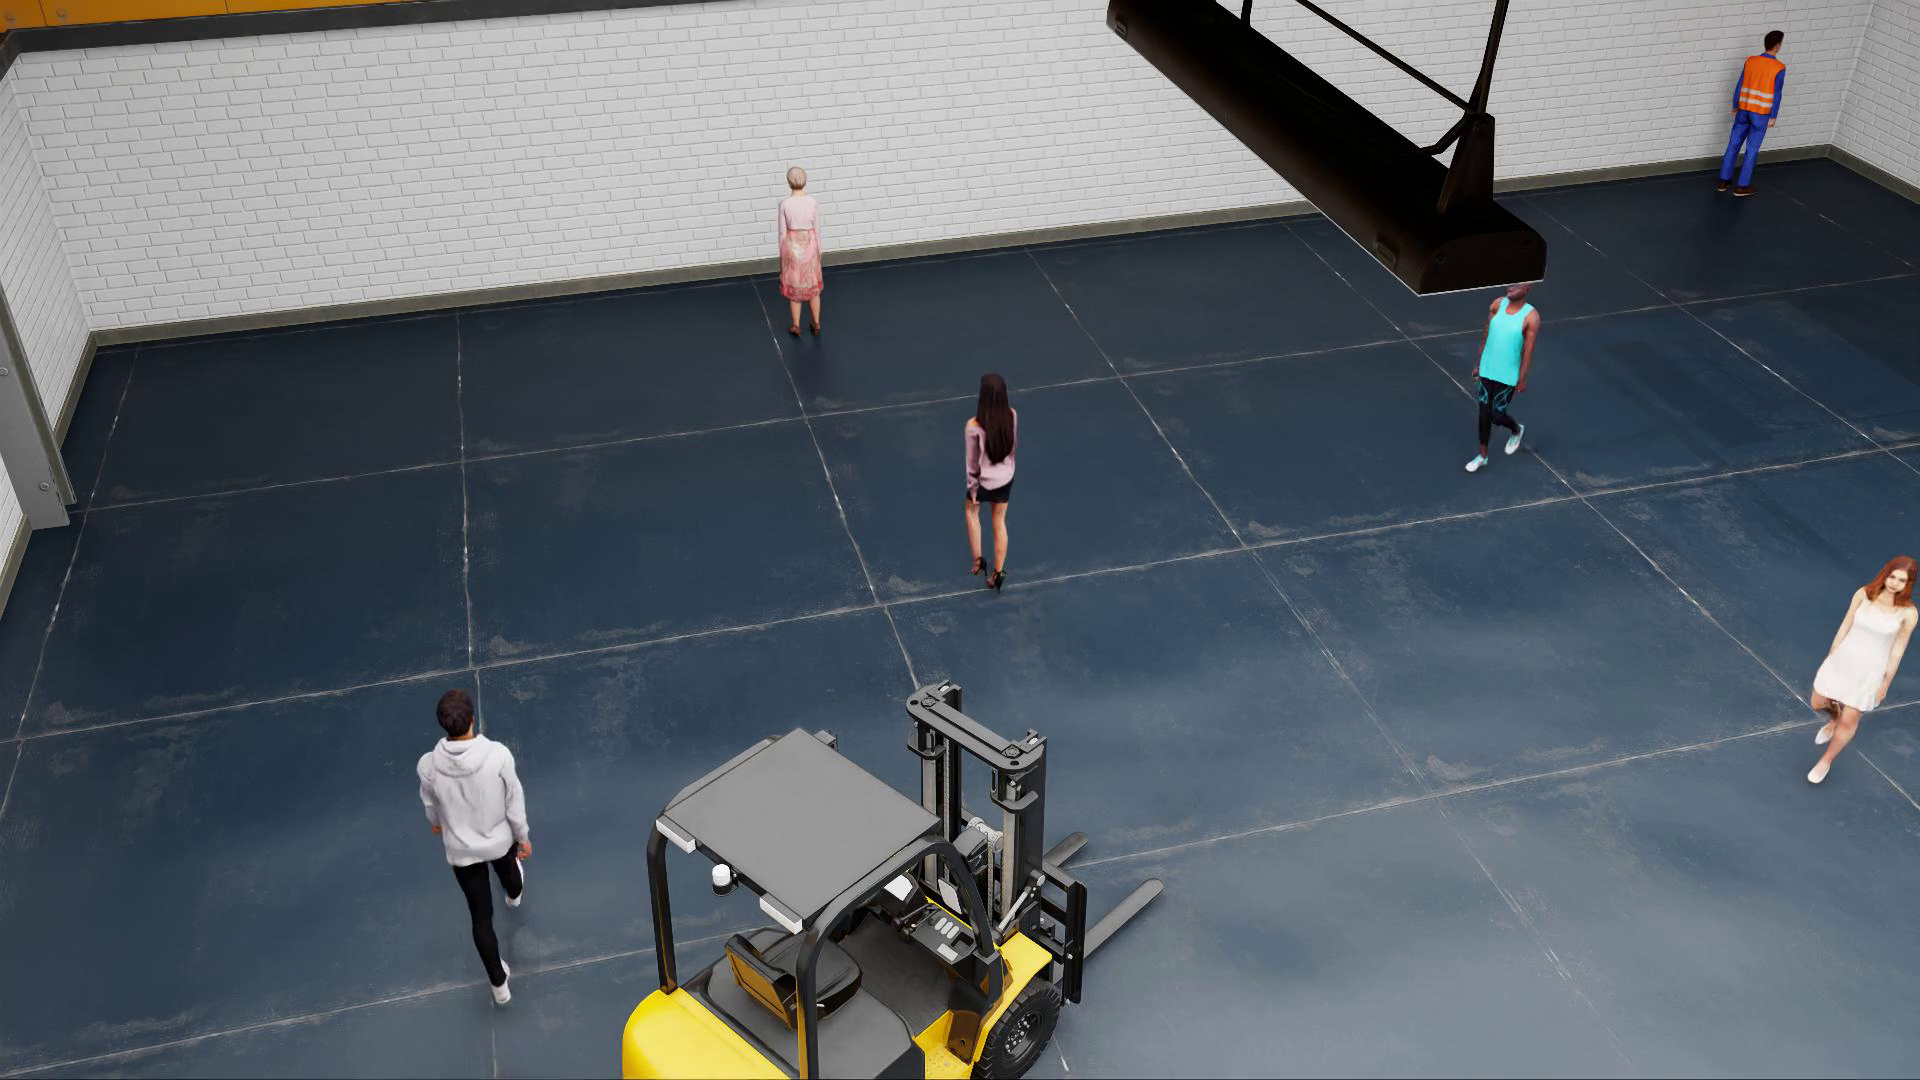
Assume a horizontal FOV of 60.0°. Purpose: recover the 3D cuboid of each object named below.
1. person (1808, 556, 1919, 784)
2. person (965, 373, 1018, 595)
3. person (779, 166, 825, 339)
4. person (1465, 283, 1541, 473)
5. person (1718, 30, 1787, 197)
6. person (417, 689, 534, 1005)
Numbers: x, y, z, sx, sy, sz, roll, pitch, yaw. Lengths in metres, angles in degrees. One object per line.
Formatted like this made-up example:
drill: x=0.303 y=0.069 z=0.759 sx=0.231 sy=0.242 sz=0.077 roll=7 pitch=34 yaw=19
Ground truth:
person: x=5.778 y=0.778 z=10.621 sx=0.817 sy=1.703 sz=0.816 roll=-26 pitch=42 yaw=-34
person: x=0.282 y=-0.374 z=12.269 sx=0.674 sy=1.797 sz=0.698 roll=-14 pitch=36 yaw=-20
person: x=-1.523 y=-2.749 z=15.938 sx=0.619 sy=1.689 sz=0.604 roll=-12 pitch=36 yaw=-18
person: x=4.552 y=-1.407 z=13.825 sx=0.838 sy=1.795 sz=0.856 roll=-22 pitch=40 yaw=-30
person: x=9.066 y=-4.880 z=18.990 sx=0.838 sy=1.861 sz=0.688 roll=-23 pitch=40 yaw=-30
person: x=-2.615 y=1.716 z=9.068 sx=0.693 sy=1.860 sz=1.209 roll=-9 pitch=35 yaw=-13
